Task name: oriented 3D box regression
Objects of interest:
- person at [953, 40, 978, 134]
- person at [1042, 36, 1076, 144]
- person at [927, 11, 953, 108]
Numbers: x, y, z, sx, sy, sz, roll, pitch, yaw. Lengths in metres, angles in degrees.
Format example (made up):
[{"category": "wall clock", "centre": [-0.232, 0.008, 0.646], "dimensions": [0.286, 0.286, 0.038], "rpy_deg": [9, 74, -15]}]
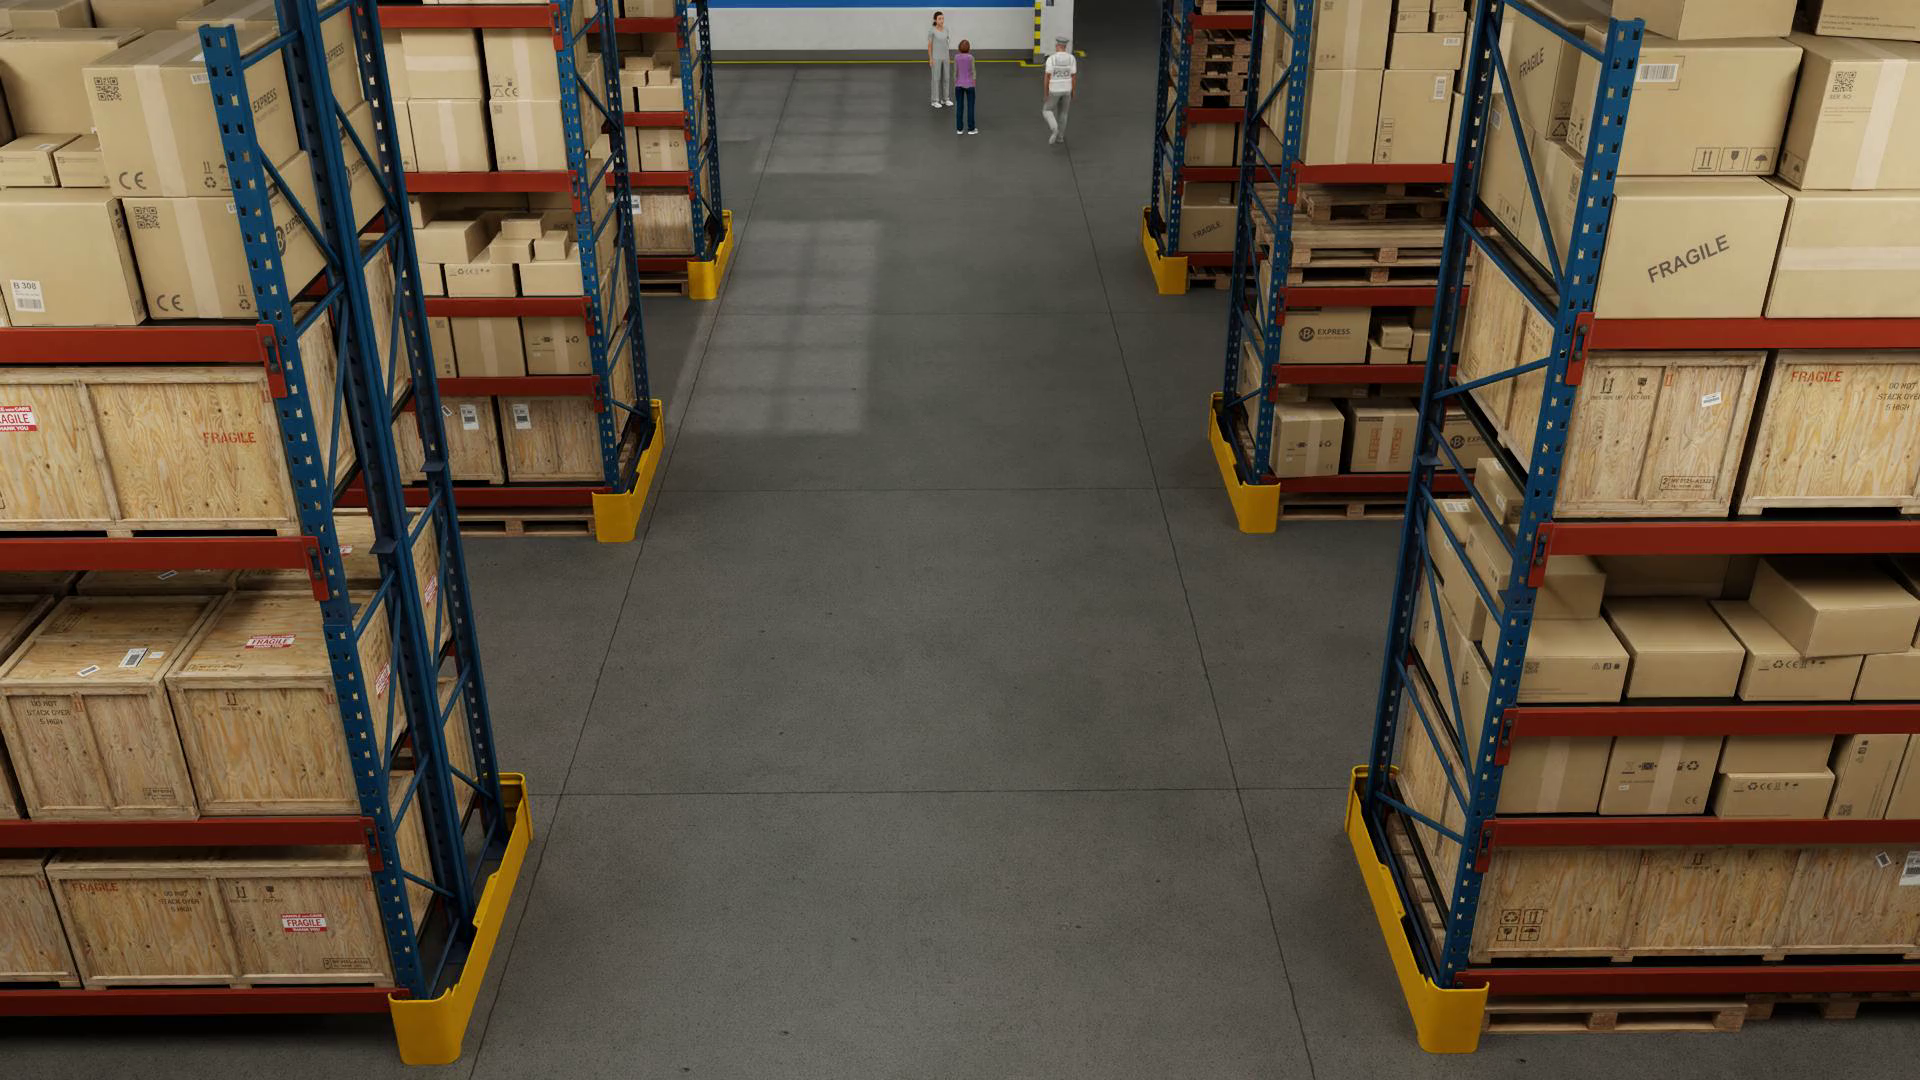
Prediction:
[{"category": "person", "centre": [0.090, -7.777, 28.549], "dimensions": [0.411, 1.602, 0.328], "rpy_deg": [5, 29, 10]}, {"category": "person", "centre": [1.672, -7.527, 27.891], "dimensions": [0.556, 1.745, 0.622], "rpy_deg": [-6, 29, -12]}, {"category": "person", "centre": [-0.358, -8.764, 30.309], "dimensions": [0.432, 1.669, 0.410], "rpy_deg": [-18, 33, -30]}]
